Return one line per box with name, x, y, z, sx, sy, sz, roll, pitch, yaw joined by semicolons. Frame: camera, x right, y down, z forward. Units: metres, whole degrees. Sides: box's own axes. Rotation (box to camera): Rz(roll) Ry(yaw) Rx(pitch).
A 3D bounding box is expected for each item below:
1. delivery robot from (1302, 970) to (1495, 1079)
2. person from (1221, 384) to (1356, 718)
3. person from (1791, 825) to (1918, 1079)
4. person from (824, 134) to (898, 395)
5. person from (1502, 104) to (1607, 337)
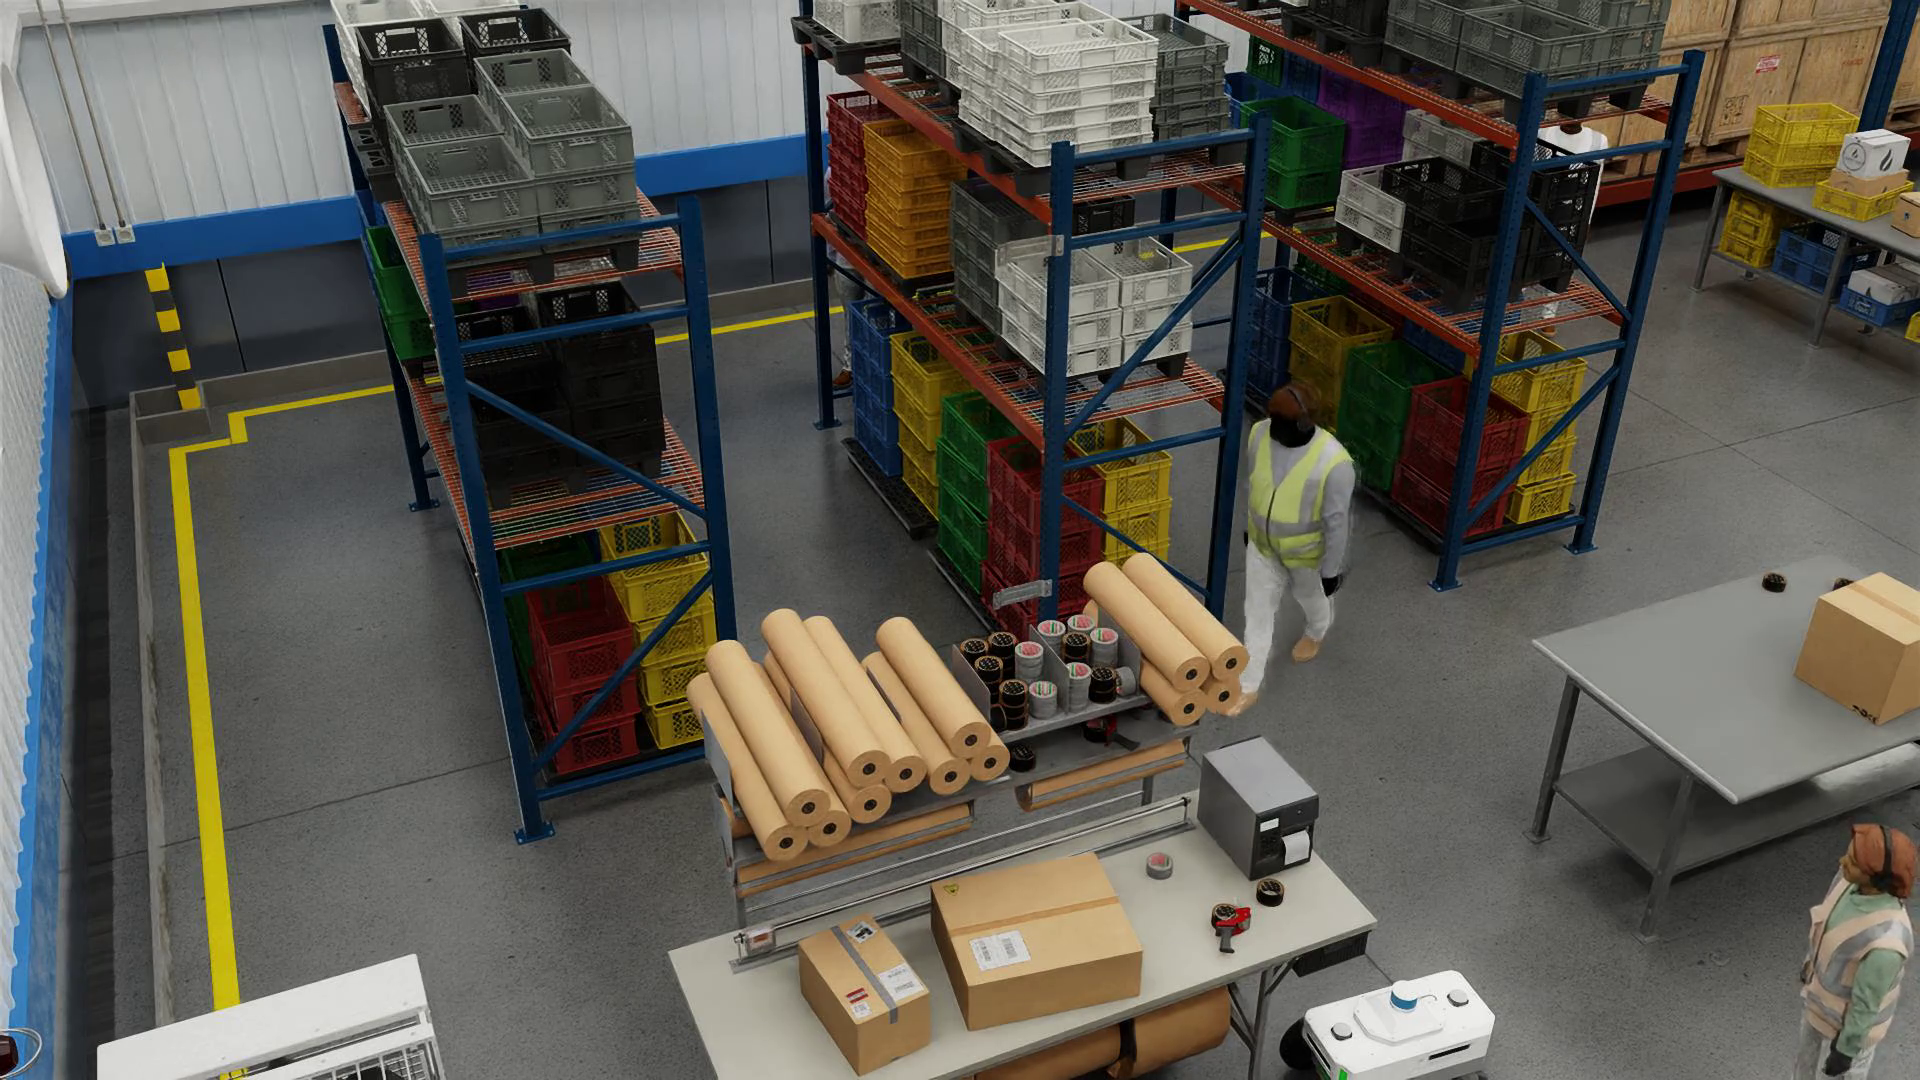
delivery robot;1.702;1.921;6.470;0.707;0.478;0.477;-10;33;-16
person;1.722;-0.009;8.526;0.647;1.801;0.939;25;39;34
person;3.133;1.675;5.942;0.321;1.627;0.530;6;32;9
person;-0.659;-1.925;11.493;0.638;1.937;0.357;14;34;21
person;4.406;-2.429;12.359;0.572;1.887;0.356;9;33;14
